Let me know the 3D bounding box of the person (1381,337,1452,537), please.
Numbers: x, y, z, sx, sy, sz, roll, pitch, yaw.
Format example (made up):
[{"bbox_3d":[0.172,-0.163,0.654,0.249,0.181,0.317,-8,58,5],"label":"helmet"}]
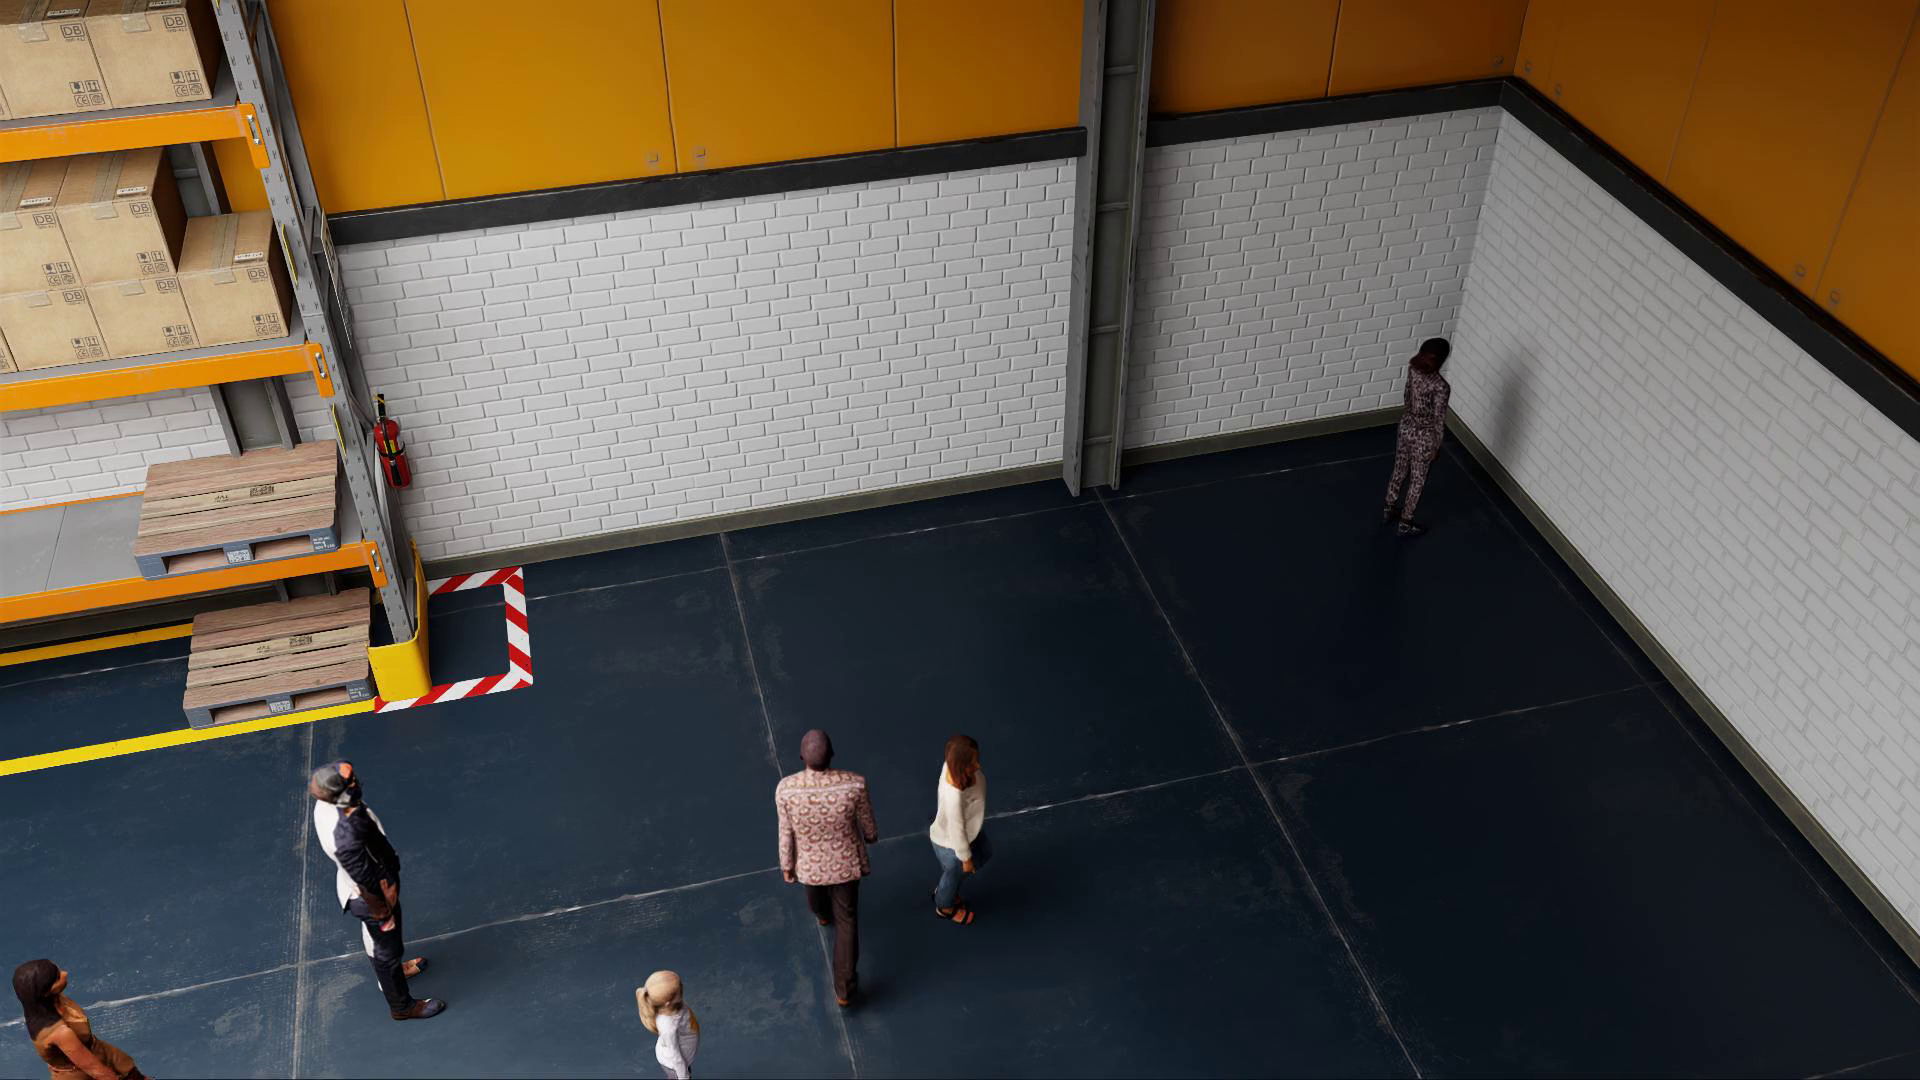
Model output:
[{"bbox_3d":[3.441,-0.787,12.493,0.622,1.709,0.609,-15,41,-18],"label":"person"}]

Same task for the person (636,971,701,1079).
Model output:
[{"bbox_3d":[-1.462,2.638,8.550,0.497,1.278,0.494,-8,39,-10],"label":"person"}]

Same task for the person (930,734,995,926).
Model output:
[{"bbox_3d":[-0.100,1.658,9.470,0.737,1.662,0.740,4,39,5],"label":"person"}]

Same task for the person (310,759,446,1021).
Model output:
[{"bbox_3d":[-3.198,1.881,9.007,0.675,1.892,0.744,-19,42,-22],"label":"person"}]

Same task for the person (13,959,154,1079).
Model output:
[{"bbox_3d":[-4.396,2.696,8.187,1.145,1.640,0.833,-24,44,-27],"label":"person"}]

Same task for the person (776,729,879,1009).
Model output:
[{"bbox_3d":[-0.714,1.820,9.185,1.187,1.763,0.941,-1,39,-1],"label":"person"}]
